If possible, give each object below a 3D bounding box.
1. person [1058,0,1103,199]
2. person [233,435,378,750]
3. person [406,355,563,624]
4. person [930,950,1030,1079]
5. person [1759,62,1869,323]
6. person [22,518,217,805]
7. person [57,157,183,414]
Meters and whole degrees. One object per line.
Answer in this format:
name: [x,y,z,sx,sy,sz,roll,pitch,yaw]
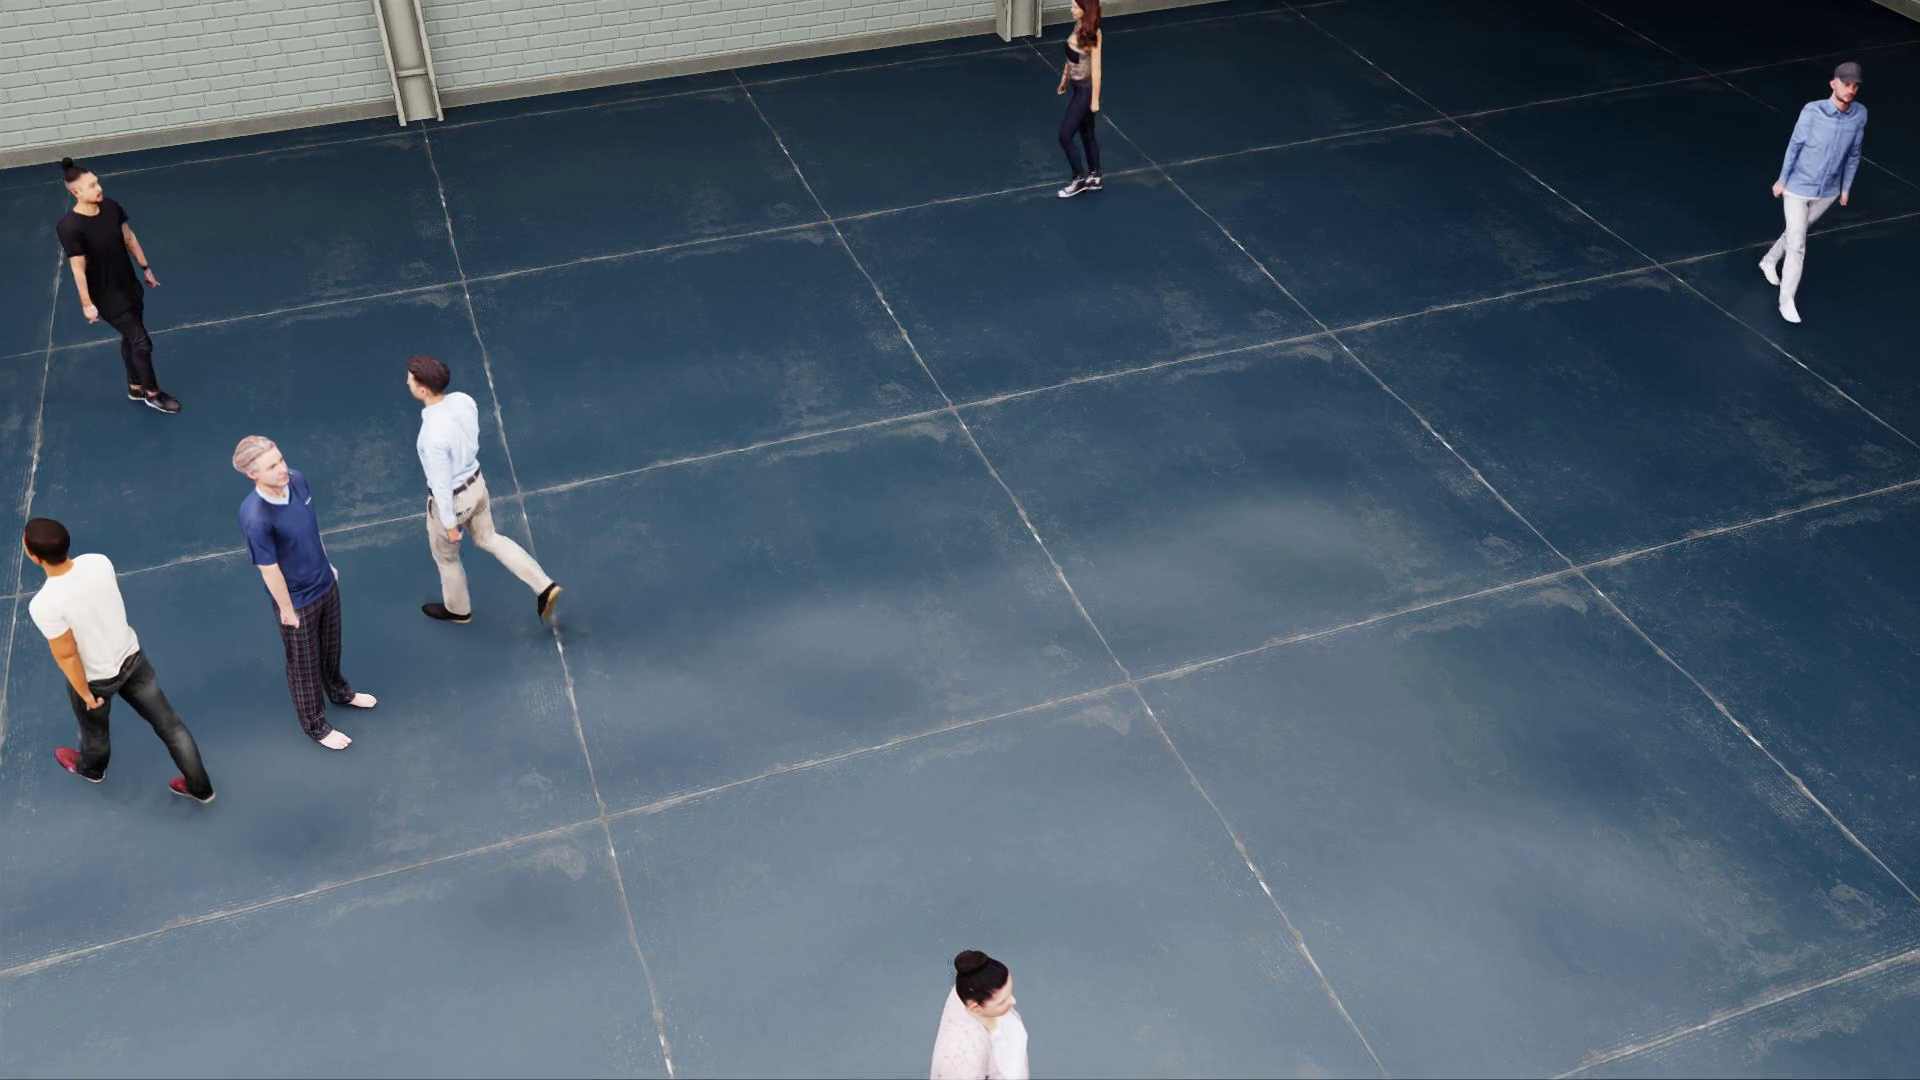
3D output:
person: [1.116,-3.699,13.768,0.708,1.752,0.670,-7,39,-8]
person: [-3.428,0.246,8.629,0.755,1.871,0.745,8,39,11]
person: [-2.722,-0.222,9.269,1.208,1.820,1.057,9,39,11]
person: [0.052,2.134,6.320,0.807,1.743,0.794,7,39,8]
person: [6.305,-2.647,12.349,1.164,1.844,0.992,1,38,1]
person: [-4.126,0.649,8.204,1.180,1.760,1.114,15,41,19]
person: [-5.741,-1.699,11.132,0.908,1.849,0.860,8,39,10]
